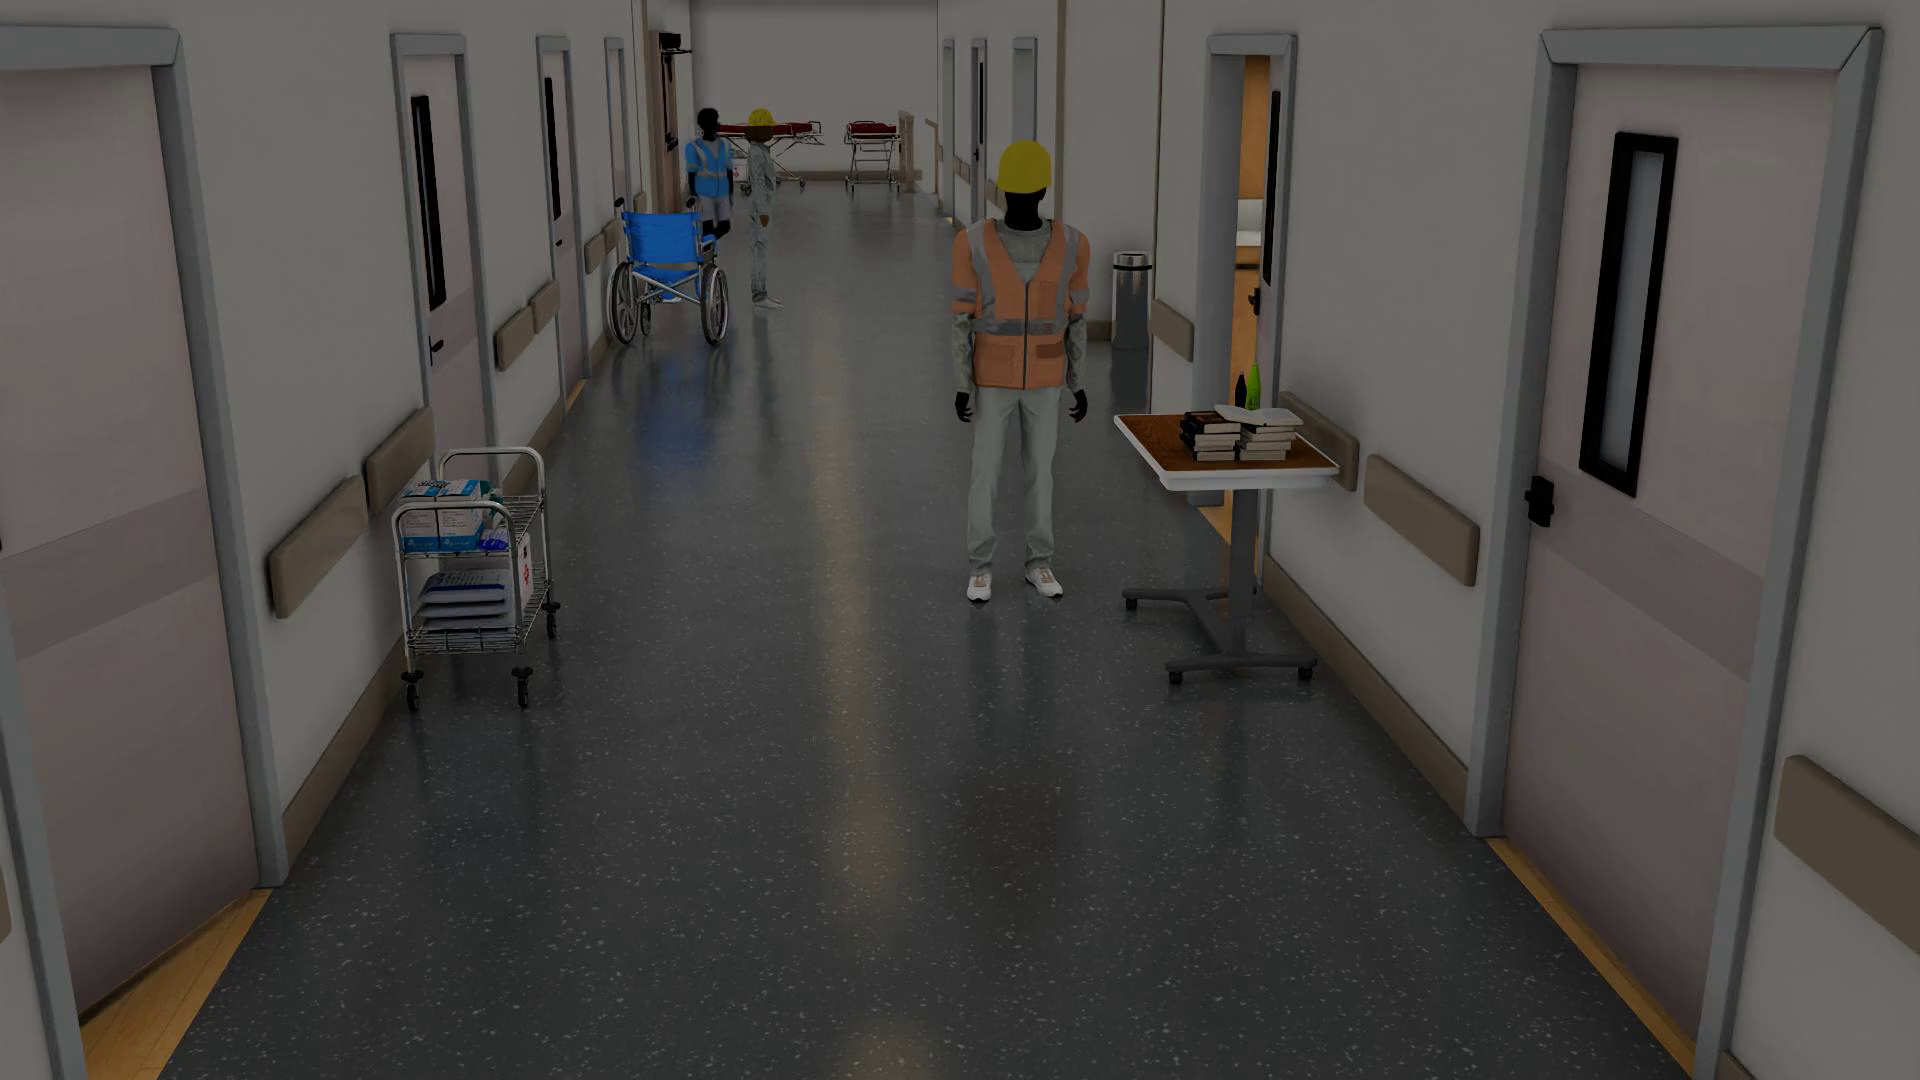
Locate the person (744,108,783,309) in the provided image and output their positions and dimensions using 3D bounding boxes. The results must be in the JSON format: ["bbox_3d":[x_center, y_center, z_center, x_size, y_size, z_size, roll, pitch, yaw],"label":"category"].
[{"bbox_3d":[-1.743,-2.934,14.765,0.294,1.744,0.486,-2,17,-7],"label":"person"}]

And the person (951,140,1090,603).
[{"bbox_3d":[0.255,-0.687,6.949,0.586,1.921,0.383,-2,17,-8],"label":"person"}]

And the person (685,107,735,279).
[{"bbox_3d":[-2.536,-3.482,16.695,0.534,1.684,0.554,-13,21,-36],"label":"person"}]
